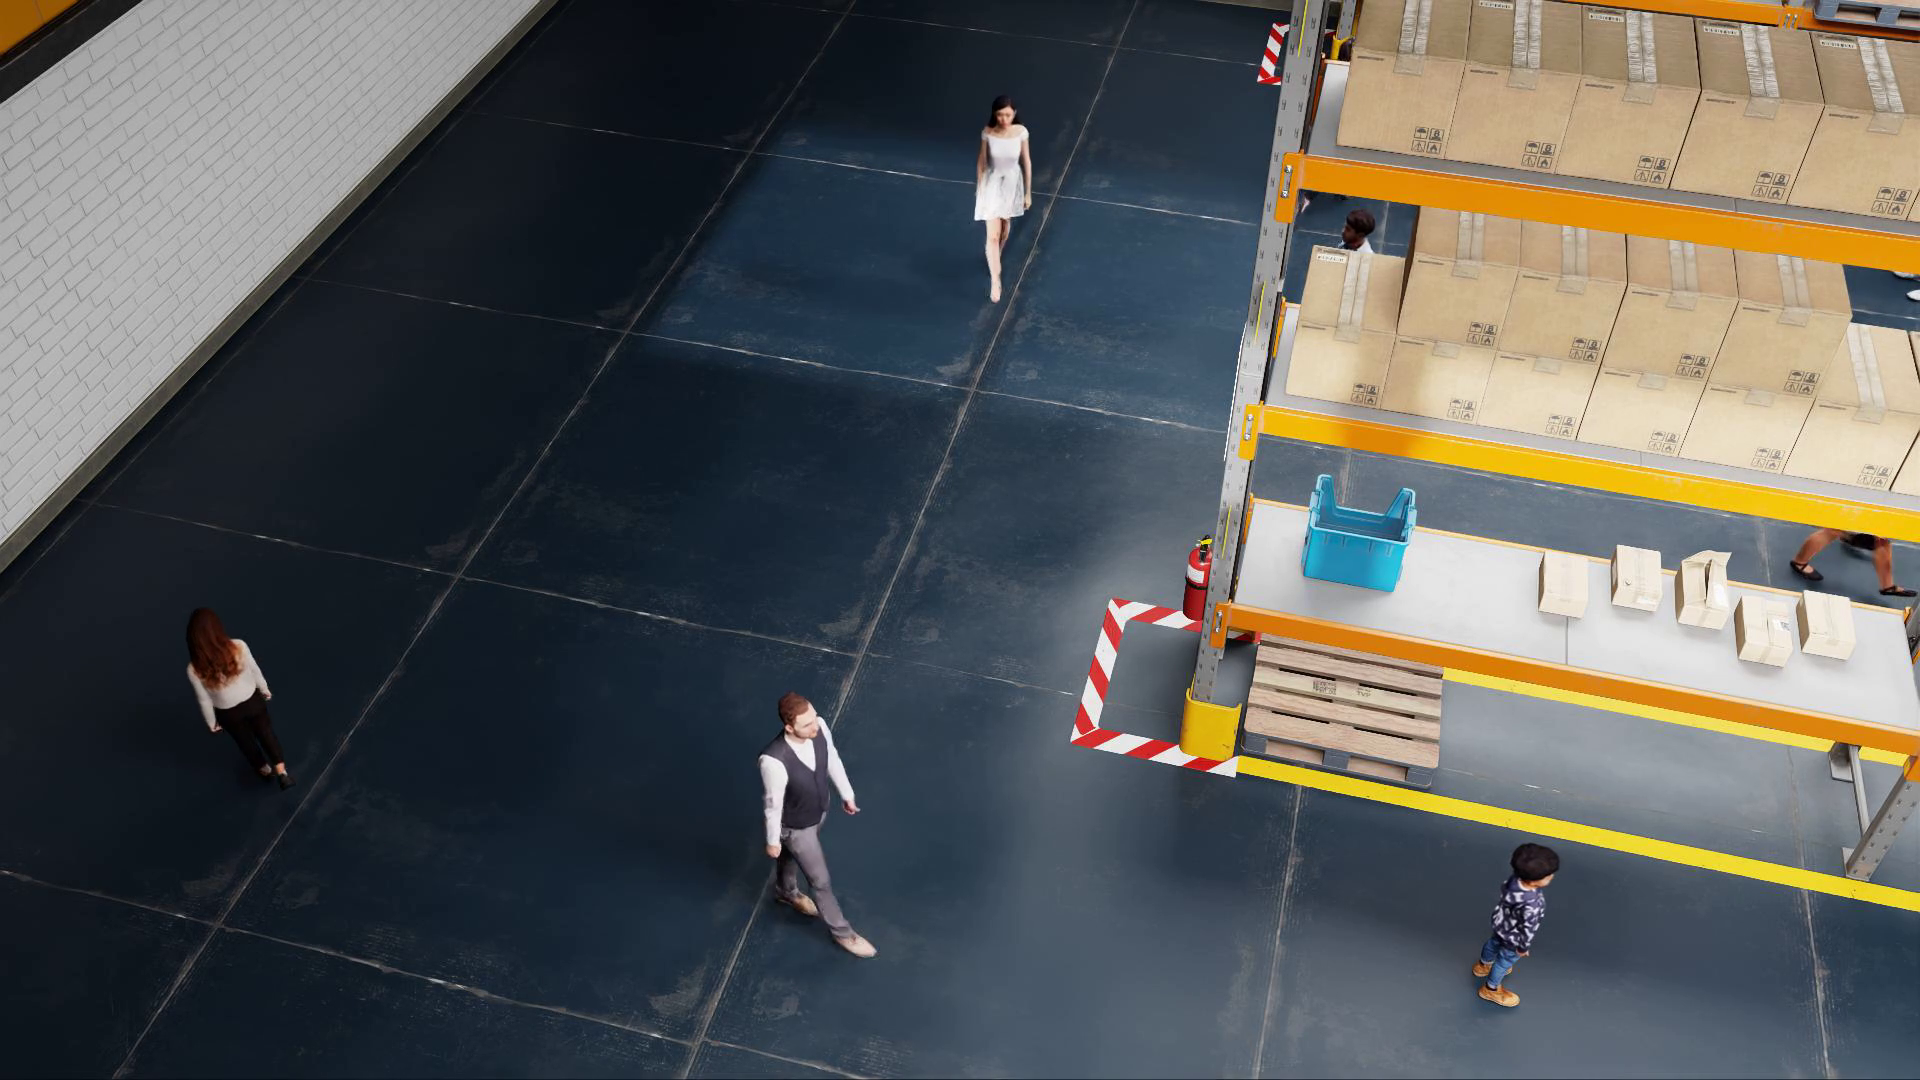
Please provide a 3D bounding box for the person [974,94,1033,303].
[{"bbox_3d":[0.349,-2.960,13.930,0.973,1.752,0.875,-2,44,-2],"label":"person"}]

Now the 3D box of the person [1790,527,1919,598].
[{"bbox_3d":[6.075,-0.321,11.238,1.115,1.642,0.883,32,52,29],"label":"person"}]

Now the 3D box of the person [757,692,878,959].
[{"bbox_3d":[-0.952,1.467,9.164,1.071,1.915,0.848,21,48,21],"label":"person"}]

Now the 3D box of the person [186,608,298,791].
[{"bbox_3d":[-4.282,1.024,9.949,0.773,1.474,0.866,-31,52,-29],"label":"person"}]

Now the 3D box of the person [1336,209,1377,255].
[{"bbox_3d":[2.990,-1.711,12.587,0.870,1.795,0.840,-6,44,-6],"label":"person"}]

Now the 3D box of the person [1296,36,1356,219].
[{"bbox_3d":[3.315,-3.582,14.632,1.061,1.683,1.048,-25,49,-24],"label":"person"}]

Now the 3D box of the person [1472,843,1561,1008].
[{"bbox_3d":[3.014,2.065,9.018,0.538,1.250,0.537,2,44,2],"label":"person"}]
